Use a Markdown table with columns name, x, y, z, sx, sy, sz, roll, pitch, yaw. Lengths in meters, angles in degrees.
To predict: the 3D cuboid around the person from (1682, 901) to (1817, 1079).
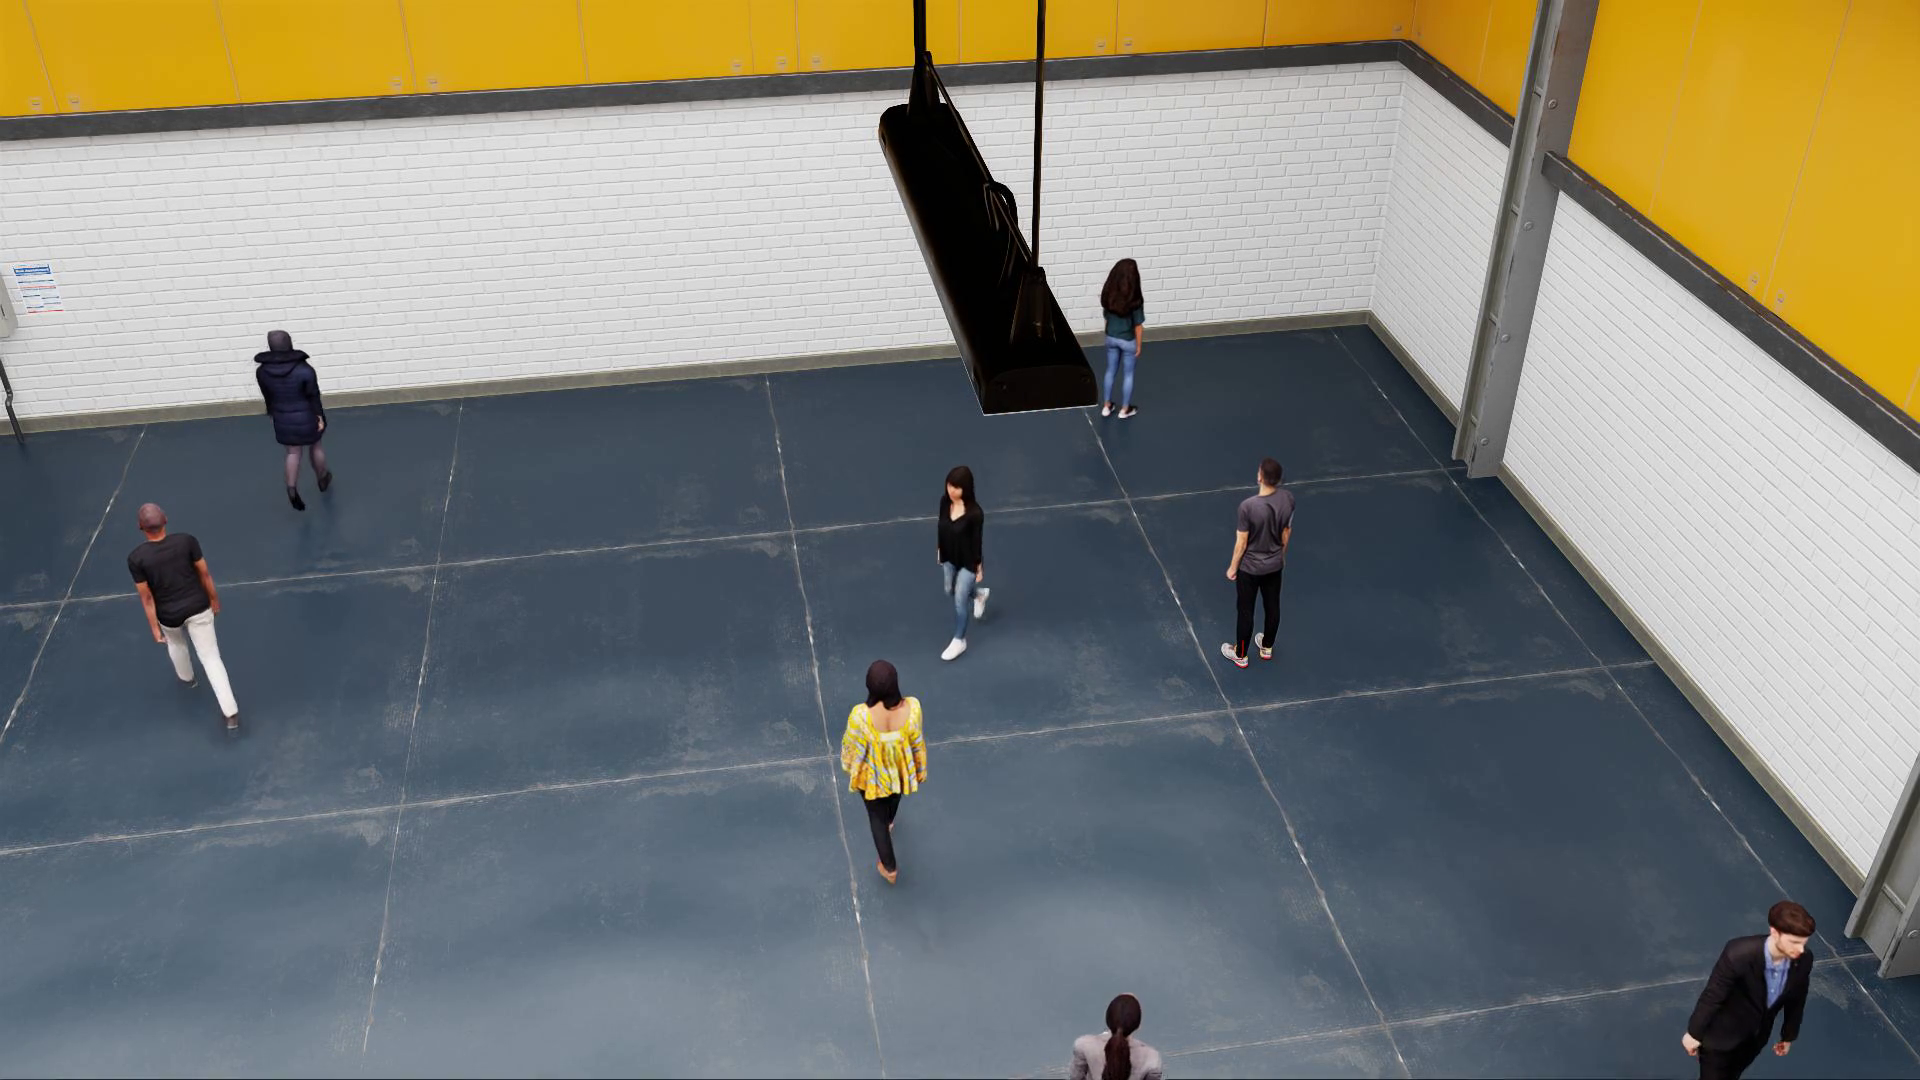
| name | x | y | z | sx | sy | sz | roll | pitch | yaw |
| --- | --- | --- | --- | --- | --- | --- | --- | --- | --- |
| person | 4.076 | 2.527 | 8.835 | 0.716 | 1.874 | 0.615 | -5 | 34 | -7 |

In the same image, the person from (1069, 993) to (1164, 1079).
| name | x | y | z | sx | sy | sz | roll | pitch | yaw |
| --- | --- | --- | --- | --- | --- | --- | --- | --- | --- |
| person | 0.744 | 2.961 | 8.373 | 0.730 | 1.663 | 0.750 | 8 | 34 | 11 |

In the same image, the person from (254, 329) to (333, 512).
| name | x | y | z | sx | sy | sz | roll | pitch | yaw |
| --- | --- | --- | --- | --- | --- | --- | --- | --- | --- |
| person | -5.762 | -1.029 | 14.379 | 0.757 | 1.659 | 1.040 | 0 | 34 | -1 |

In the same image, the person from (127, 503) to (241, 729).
| name | x | y | z | sx | sy | sz | roll | pitch | yaw |
| --- | --- | --- | --- | --- | --- | --- | --- | --- | --- |
| person | -5.503 | 0.580 | 11.881 | 1.006 | 1.745 | 1.355 | -20 | 38 | -27 |

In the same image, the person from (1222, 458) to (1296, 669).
| name | x | y | z | sx | sy | sz | roll | pitch | yaw |
| --- | --- | --- | --- | --- | --- | --- | --- | --- | --- |
| person | 2.249 | 0.171 | 12.479 | 0.687 | 1.763 | 0.607 | -13 | 36 | -18 |

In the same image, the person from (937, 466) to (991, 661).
| name | x | y | z | sx | sy | sz | roll | pitch | yaw |
| --- | --- | --- | --- | --- | --- | --- | --- | --- | --- |
| person | 0.052 | 0.108 | 12.692 | 0.927 | 1.633 | 0.958 | 24 | 41 | 32 |

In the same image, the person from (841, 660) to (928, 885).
| name | x | y | z | sx | sy | sz | roll | pitch | yaw |
| --- | --- | --- | --- | --- | --- | --- | --- | --- | --- |
| person | -0.482 | 1.510 | 10.593 | 0.819 | 1.622 | 0.994 | -13 | 36 | -18 |

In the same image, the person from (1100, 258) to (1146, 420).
| name | x | y | z | sx | sy | sz | roll | pitch | yaw |
| --- | --- | --- | --- | --- | --- | --- | --- | --- | --- |
| person | 1.519 | -1.905 | 15.735 | 0.714 | 1.616 | 0.766 | 18 | 38 | 25 |
